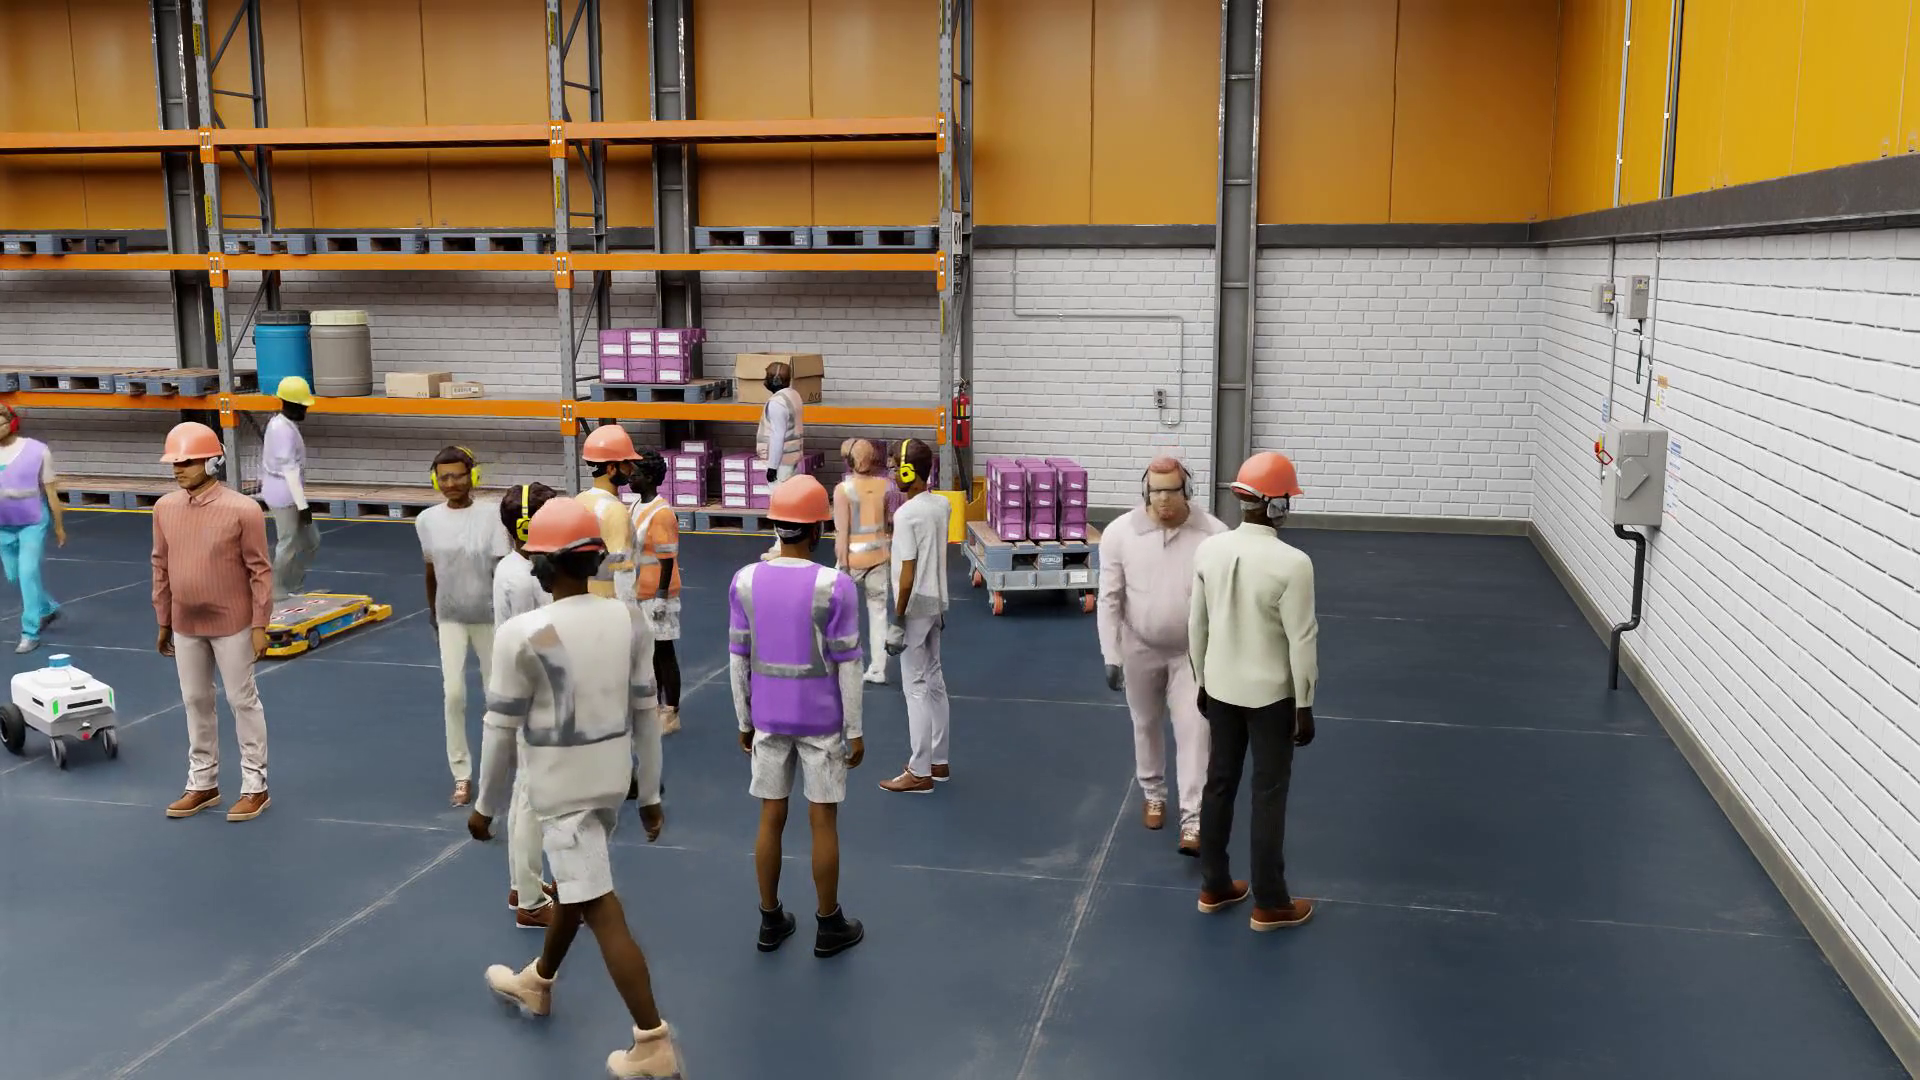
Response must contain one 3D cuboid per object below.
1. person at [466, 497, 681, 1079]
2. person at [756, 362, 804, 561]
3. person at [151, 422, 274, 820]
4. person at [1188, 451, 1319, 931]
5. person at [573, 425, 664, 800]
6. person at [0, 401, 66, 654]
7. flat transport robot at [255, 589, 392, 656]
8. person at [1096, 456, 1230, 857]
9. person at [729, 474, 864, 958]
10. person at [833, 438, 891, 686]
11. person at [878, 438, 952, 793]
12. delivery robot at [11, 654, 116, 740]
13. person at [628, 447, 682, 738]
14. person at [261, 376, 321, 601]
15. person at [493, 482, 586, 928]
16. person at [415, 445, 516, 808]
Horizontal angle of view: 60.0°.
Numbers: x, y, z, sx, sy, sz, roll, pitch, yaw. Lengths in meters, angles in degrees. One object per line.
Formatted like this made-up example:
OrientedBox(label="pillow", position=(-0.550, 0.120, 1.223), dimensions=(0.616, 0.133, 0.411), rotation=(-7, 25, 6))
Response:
OrientedBox(label="person", position=(-1.329, 0.844, 5.739), dimensions=(1.100, 1.981, 0.611), rotation=(7, 12, 34))
OrientedBox(label="person", position=(-1.670, -0.729, 15.412), dimensions=(0.430, 1.841, 0.641), rotation=(1, 10, 8))
OrientedBox(label="person", position=(-3.713, 0.407, 8.233), dimensions=(0.622, 1.992, 0.396), rotation=(2, 10, 11))
OrientedBox(label="person", position=(1.241, 0.621, 6.963), dimensions=(0.396, 1.992, 0.623), rotation=(-8, 13, -41))
OrientedBox(label="person", position=(-1.794, 0.373, 8.598), dimensions=(0.359, 1.939, 0.543), rotation=(-7, 12, -37))
OrientedBox(label="person", position=(-6.746, -0.126, 12.004), dimensions=(0.587, 1.803, 0.776), rotation=(0, 10, 0))
OrientedBox(label="flat transport robot", position=(-4.852, 0.593, 12.223), dimensions=(0.652, 0.197, 1.431), rotation=(2, 10, 11))
OrientedBox(label="person", position=(0.971, 0.544, 7.825), dimensions=(0.666, 1.866, 1.015), rotation=(1, 10, 8))
OrientedBox(label="person", position=(-0.635, 0.702, 6.651), dimensions=(0.552, 1.936, 0.358), rotation=(3, 10, 17))
OrientedBox(label="person", position=(-0.696, 0.133, 10.948), dimensions=(0.534, 1.611, 0.632), rotation=(-9, 13, -43))
OrientedBox(label="person", position=(-0.232, 0.394, 8.702), dimensions=(0.329, 1.865, 0.508), rotation=(5, 11, 25))
OrientedBox(label="delivery robot", position=(-5.051, 0.888, 9.362), dimensions=(0.707, 0.478, 0.477), rotation=(9, 13, 43))
OrientedBox(label="person", position=(-1.809, 0.304, 9.727), dimensions=(0.318, 1.697, 0.533), rotation=(-6, 11, -32))
OrientedBox(label="person", position=(-5.215, -0.341, 12.997), dimensions=(0.523, 1.889, 0.615), rotation=(-3, 10, -18))
OrientedBox(label="person", position=(-1.768, 0.685, 6.953), dimensions=(0.324, 1.871, 0.526), rotation=(-3, 10, -19))
OrientedBox(label="person", position=(-2.558, 0.403, 8.733), dimensions=(0.516, 1.840, 0.811), rotation=(-2, 10, -9))
